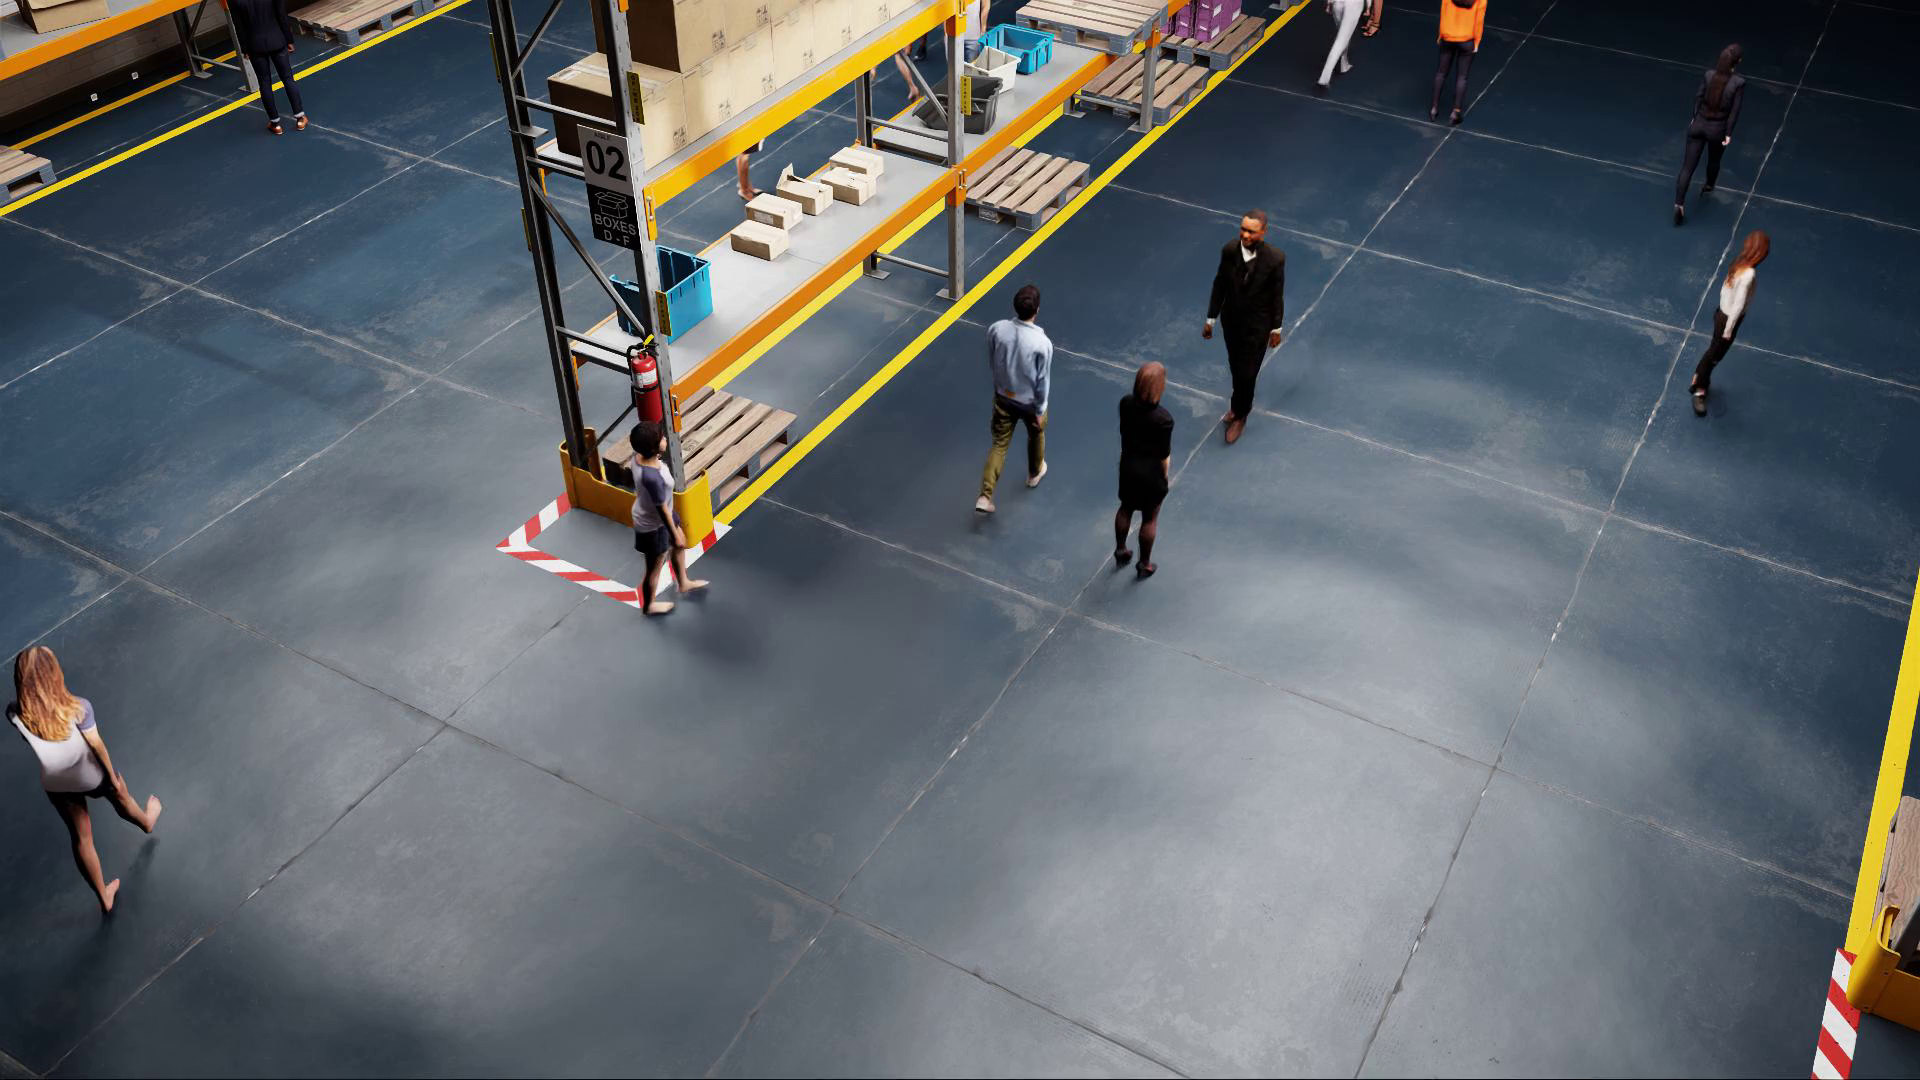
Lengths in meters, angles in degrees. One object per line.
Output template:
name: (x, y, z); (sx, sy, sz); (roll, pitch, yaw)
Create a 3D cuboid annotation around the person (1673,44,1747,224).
person: (6.967, -3.765, 15.581); (0.738, 1.656, 1.120); (29, 47, 31)

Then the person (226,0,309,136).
person: (-7.135, -5.083, 17.102); (0.740, 1.819, 0.850); (-17, 42, -20)

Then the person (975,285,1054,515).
person: (0.379, -0.970, 11.983); (0.709, 1.780, 1.157); (17, 42, 20)

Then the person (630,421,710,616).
person: (-2.105, -0.096, 11.127); (0.866, 1.481, 0.794); (-13, 41, -16)

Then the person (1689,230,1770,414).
person: (6.060, -1.719, 13.176); (0.765, 1.461, 0.517); (18, 42, 21)

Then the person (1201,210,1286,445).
person: (2.261, -1.718, 12.838); (0.774, 1.880, 0.854); (26, 45, 29)

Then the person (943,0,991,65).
person: (0.052, -5.308, 17.346); (0.691, 1.867, 0.590); (16, 41, 19)

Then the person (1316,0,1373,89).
person: (4.148, -5.743, 17.996); (0.712, 1.735, 1.137); (24, 45, 27)

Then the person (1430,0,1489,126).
person: (5.177, -5.182, 17.282); (0.625, 1.748, 0.553); (22, 44, 25)

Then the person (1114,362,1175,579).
person: (1.248, -0.467, 11.415); (0.632, 1.703, 0.570); (30, 47, 32)

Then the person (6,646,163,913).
person: (-4.875, 1.367, 9.131); (0.982, 1.686, 1.112); (-5, 39, -6)
